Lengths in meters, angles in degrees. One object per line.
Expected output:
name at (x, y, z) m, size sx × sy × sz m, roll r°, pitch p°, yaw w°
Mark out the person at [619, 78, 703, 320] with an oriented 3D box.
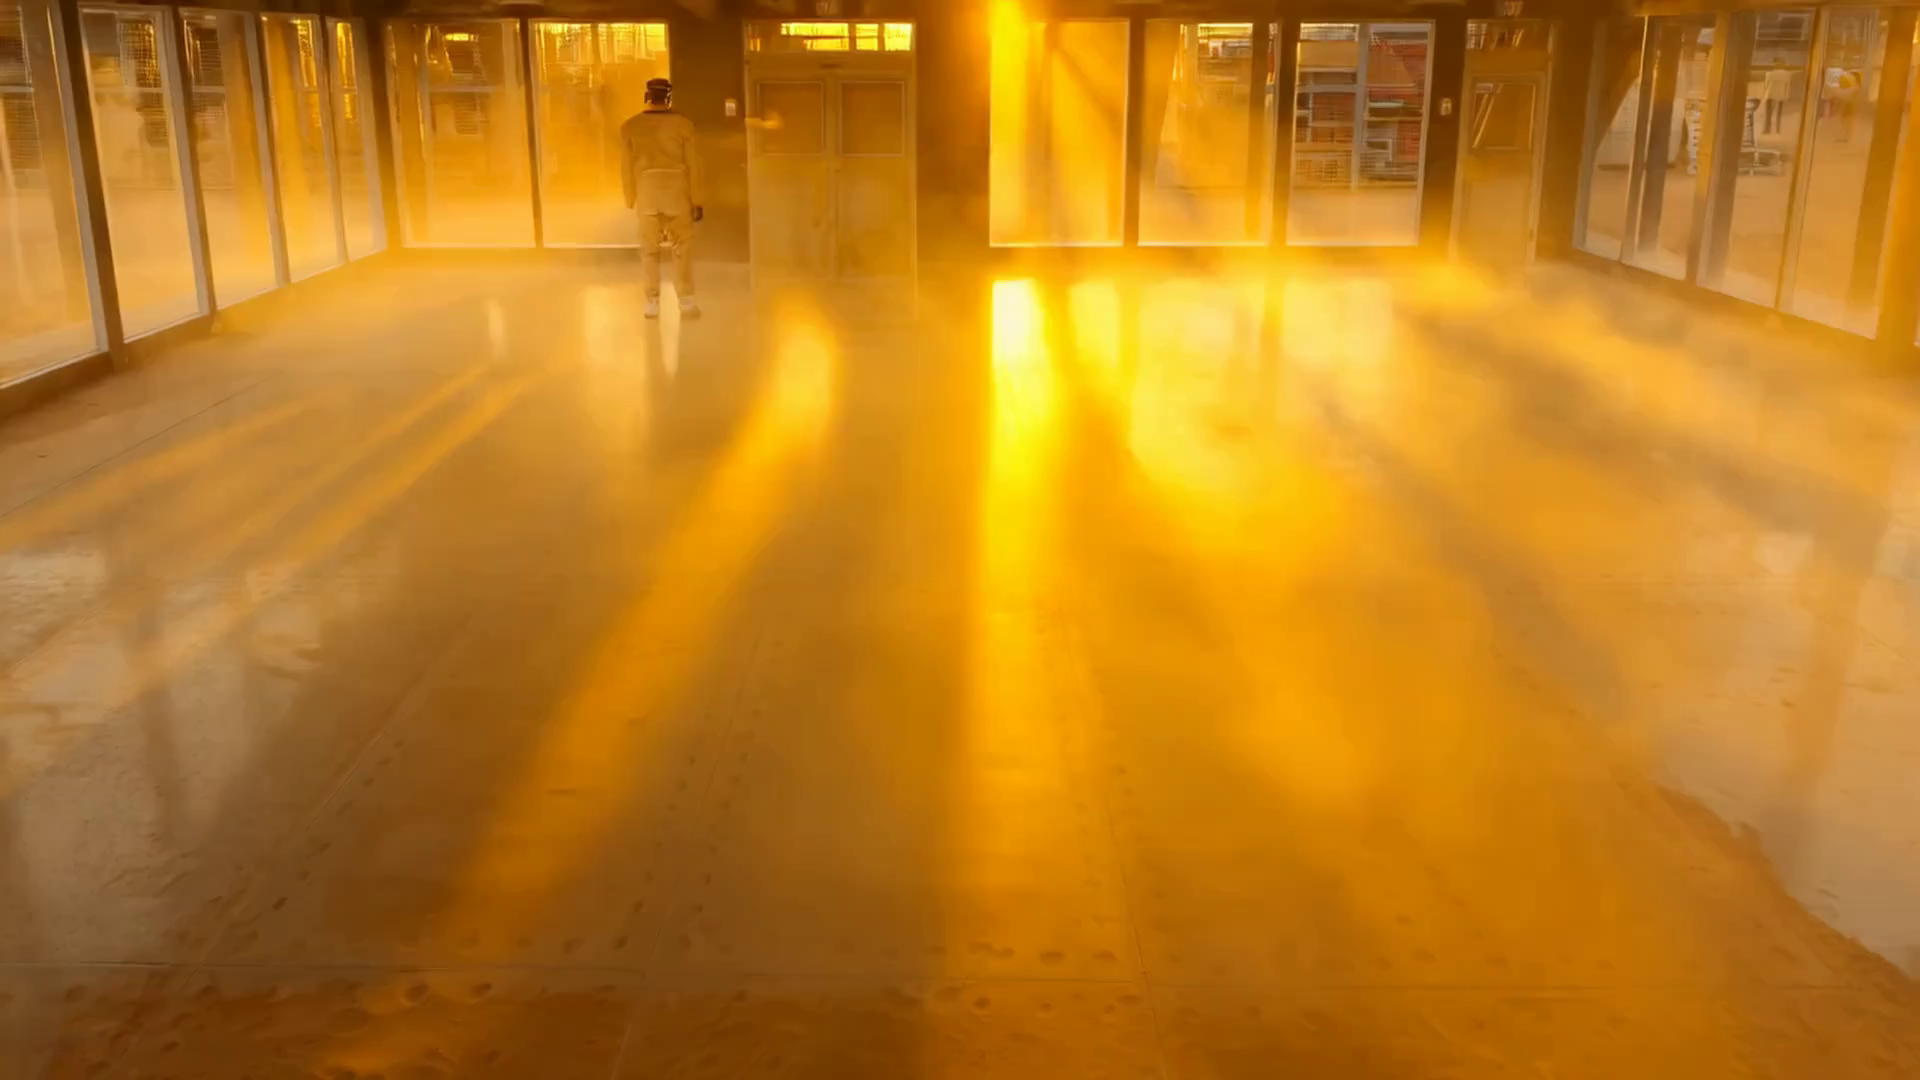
person at (-2.385, -2.732, 13.402) m, size 0.651 × 1.906 × 0.403 m, roll 0°, pitch 16°, yaw -1°
